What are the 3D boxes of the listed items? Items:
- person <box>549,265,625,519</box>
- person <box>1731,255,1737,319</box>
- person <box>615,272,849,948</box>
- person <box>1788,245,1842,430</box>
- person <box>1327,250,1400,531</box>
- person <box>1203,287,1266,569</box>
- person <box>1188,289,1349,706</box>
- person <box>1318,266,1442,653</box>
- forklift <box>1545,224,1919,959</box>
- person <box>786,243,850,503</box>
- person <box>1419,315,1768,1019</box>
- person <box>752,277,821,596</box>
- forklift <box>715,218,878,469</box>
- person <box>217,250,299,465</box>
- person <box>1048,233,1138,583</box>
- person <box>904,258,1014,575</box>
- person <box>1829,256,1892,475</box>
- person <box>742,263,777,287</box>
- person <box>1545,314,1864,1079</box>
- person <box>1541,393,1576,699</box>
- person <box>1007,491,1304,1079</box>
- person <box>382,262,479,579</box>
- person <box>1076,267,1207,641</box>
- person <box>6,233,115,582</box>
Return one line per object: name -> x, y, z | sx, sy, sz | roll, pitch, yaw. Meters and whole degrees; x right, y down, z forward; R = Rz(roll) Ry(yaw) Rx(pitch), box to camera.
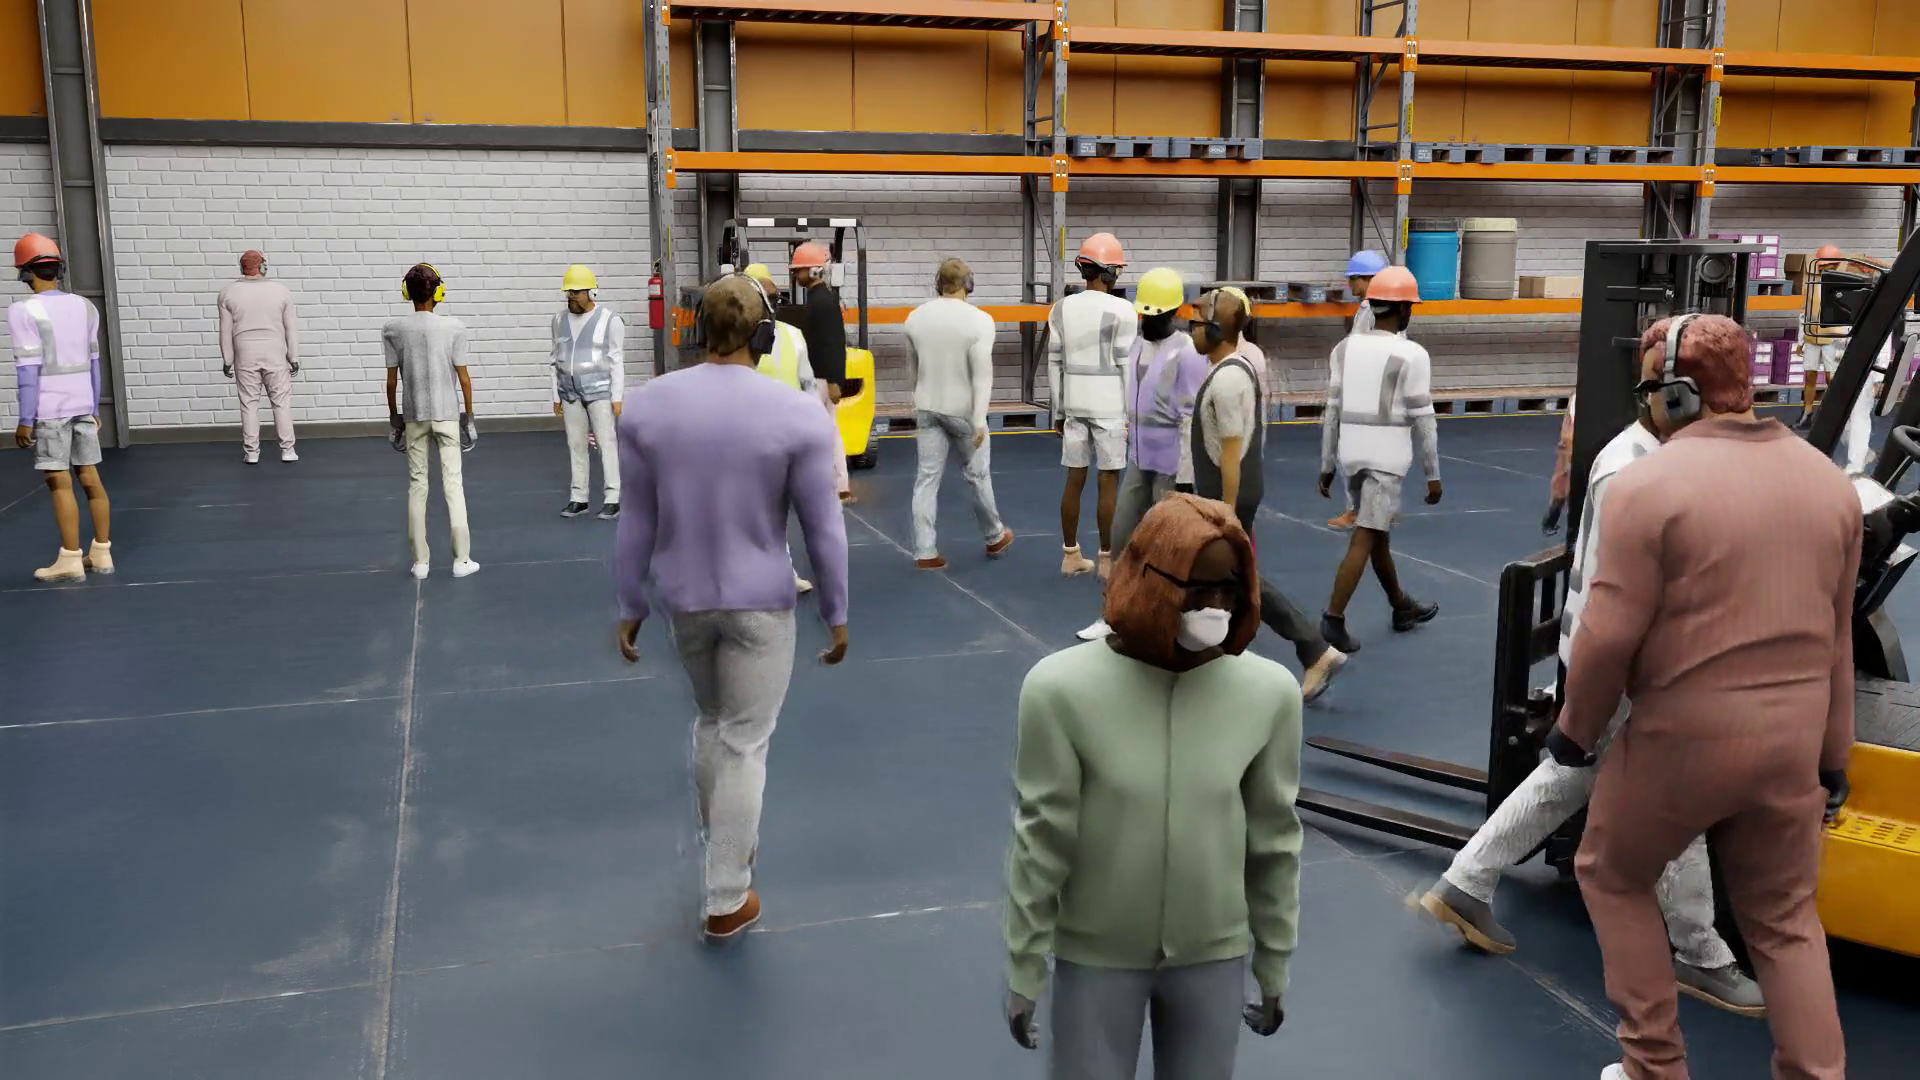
person -> -2.694, -1.059, 11.976 | 0.591, 1.826, 0.403 | 3, 11, 17
person -> 7.364, -1.839, 16.174 | 0.980, 1.860, 0.659 | 7, 12, 33
person -> -0.628, 0.182, 4.909 | 0.665, 1.912, 0.748 | 3, 11, 14
person -> 8.938, -2.075, 17.236 | 0.375, 1.933, 0.550 | -7, 12, -33
person -> 2.764, -1.019, 11.470 | 0.651, 1.921, 0.642 | 1, 10, 5
person -> 1.452, -0.528, 9.272 | 0.595, 1.741, 0.554 | -2, 11, -12
person -> 1.210, -0.157, 7.084 | 0.879, 1.817, 0.505 | 3, 11, 16
person -> 2.086, -0.399, 8.203 | 1.023, 1.879, 0.573 | -7, 13, -35
forklift -> 2.909, 0.117, 4.508 | 2.313, 2.155, 1.214 | 9, 14, 40
person -> -1.077, -1.227, 12.490 | 0.556, 1.974, 0.612 | -1, 10, -5
person -> 1.718, 0.320, 4.427 | 0.945, 1.831, 0.656 | 6, 12, 29
person -> -1.105, -0.603, 9.571 | 0.634, 1.799, 0.953 | -9, 14, -41
forklift -> -1.522, -1.778, 14.899 | 1.214, 2.155, 2.313 | -3, 11, -17
person -> -6.253, -1.627, 14.865 | 0.652, 1.904, 0.402 | -4, 11, -22
person -> 0.811, -0.770, 9.784 | 0.614, 2.042, 0.373 | 8, 13, 39
person -> -0.019, -0.770, 10.215 | 0.631, 1.885, 0.955 | 5, 11, 23
person -> 7.255, -1.336, 13.377 | 0.486, 1.873, 0.590 | -4, 11, -21
person -> -1.656, -1.277, 13.219 | 0.580, 1.811, 0.609 | -10, 14, -42
person -> 1.645, 0.451, 3.609 | 0.664, 1.854, 0.642 | -3, 11, -17
person -> 2.886, -0.107, 7.348 | 0.773, 1.606, 0.512 | -4, 11, -20
person -> 0.319, 0.706, 2.841 | 0.518, 1.614, 0.413 | -2, 10, -9
person -> -3.133, -0.700, 9.876 | 0.512, 1.872, 0.328 | -2, 10, -9
person -> 1.039, -0.407, 8.243 | 0.750, 1.881, 0.612 | -5, 12, -26
person -> -5.314, -0.766, 9.773 | 0.395, 2.040, 0.609 | 3, 11, 15
